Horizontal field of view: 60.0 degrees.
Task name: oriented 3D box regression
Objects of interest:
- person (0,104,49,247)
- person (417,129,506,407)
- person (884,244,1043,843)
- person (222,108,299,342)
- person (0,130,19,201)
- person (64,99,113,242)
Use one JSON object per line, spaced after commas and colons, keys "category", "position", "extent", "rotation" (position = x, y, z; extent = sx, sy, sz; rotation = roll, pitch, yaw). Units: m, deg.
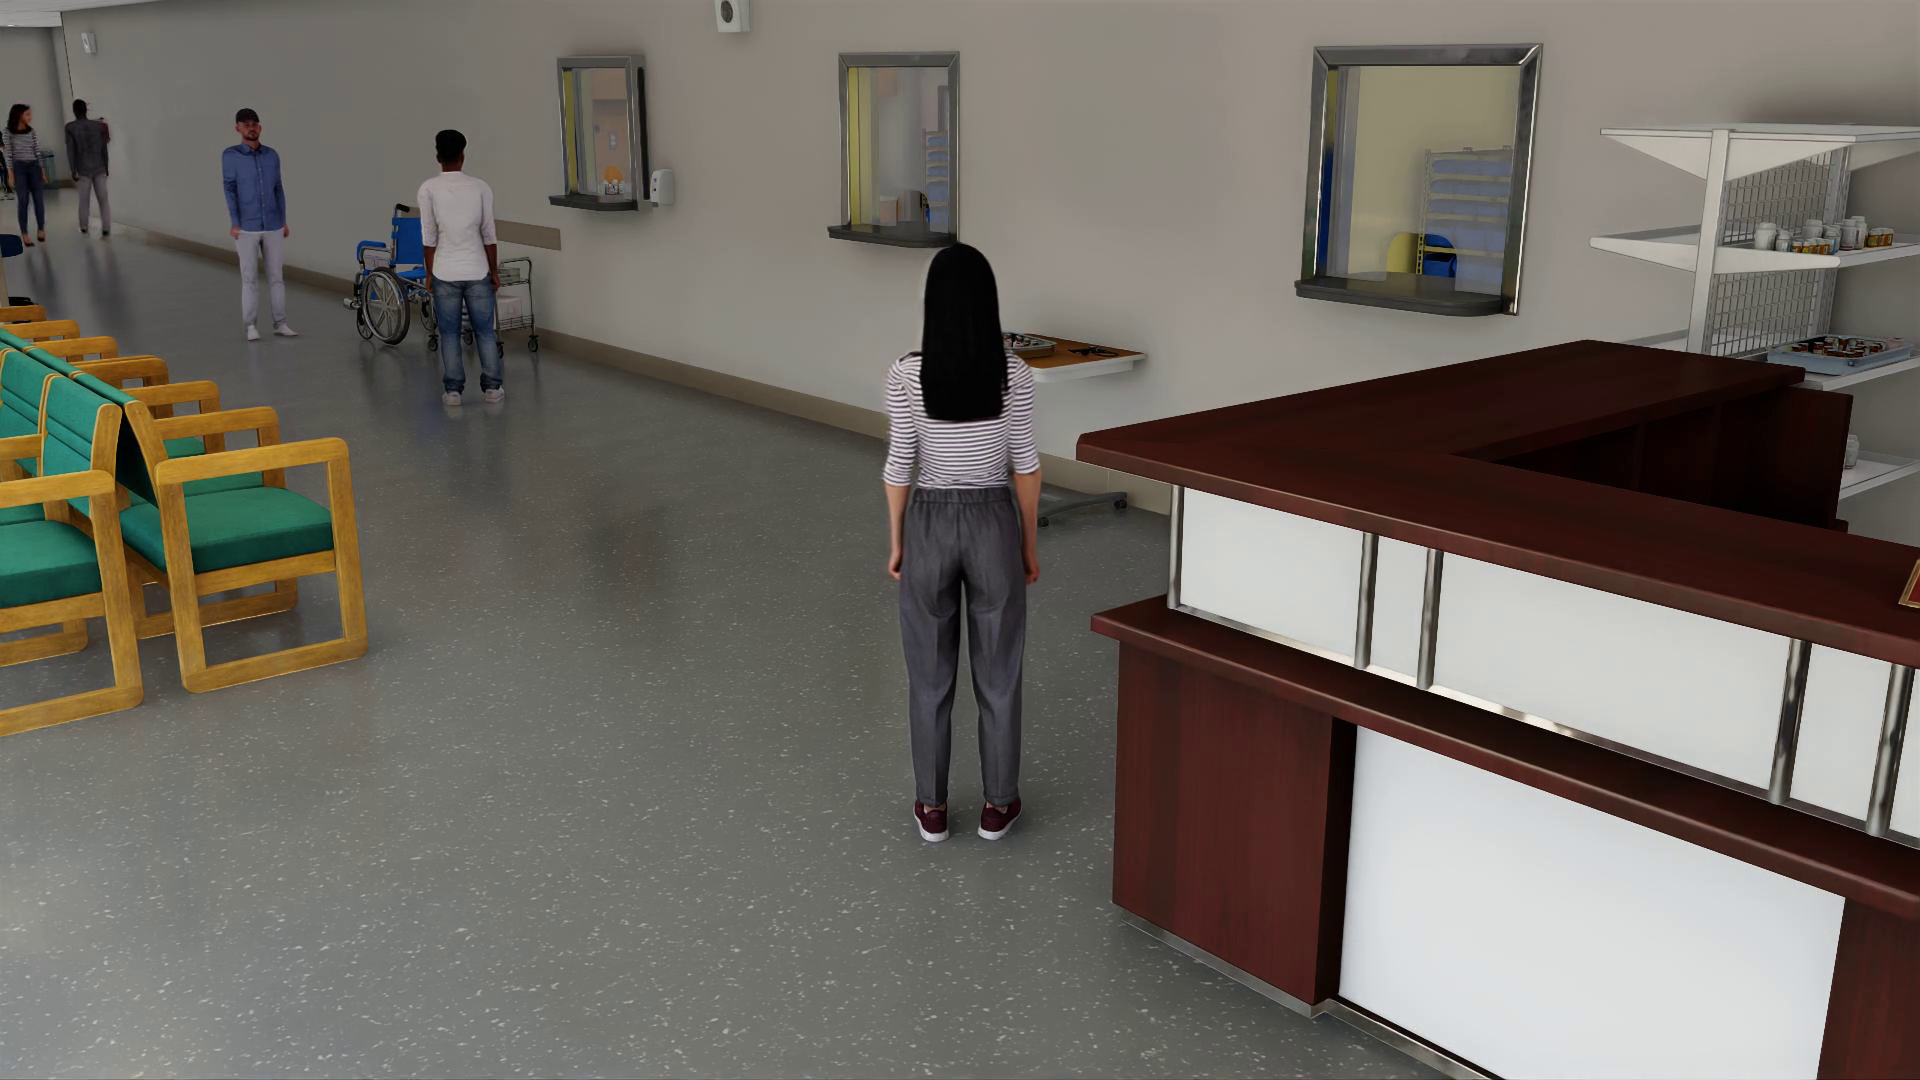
{"category": "person", "position": [-11.901, -4.637, 21.239], "extent": [0.879, 1.755, 0.884], "rotation": [12, 20, 37]}
{"category": "person", "position": [-3.354, -1.823, 11.151], "extent": [0.632, 1.812, 0.777], "rotation": [-5, 17, -17]}
{"category": "person", "position": [0.006, 0.025, 4.740], "extent": [0.659, 1.734, 0.731], "rotation": [0, 16, 2]}
{"category": "person", "position": [-5.867, -2.636, 13.897], "extent": [0.505, 1.887, 0.707], "rotation": [-14, 21, -40]}
{"category": "person", "position": [-16.802, -6.763, 28.684], "extent": [0.968, 1.807, 0.812], "rotation": [-6, 17, -21]}
{"category": "person", "position": [-11.325, -4.800, 21.735], "extent": [1.002, 1.798, 0.740], "rotation": [-13, 20, -38]}
